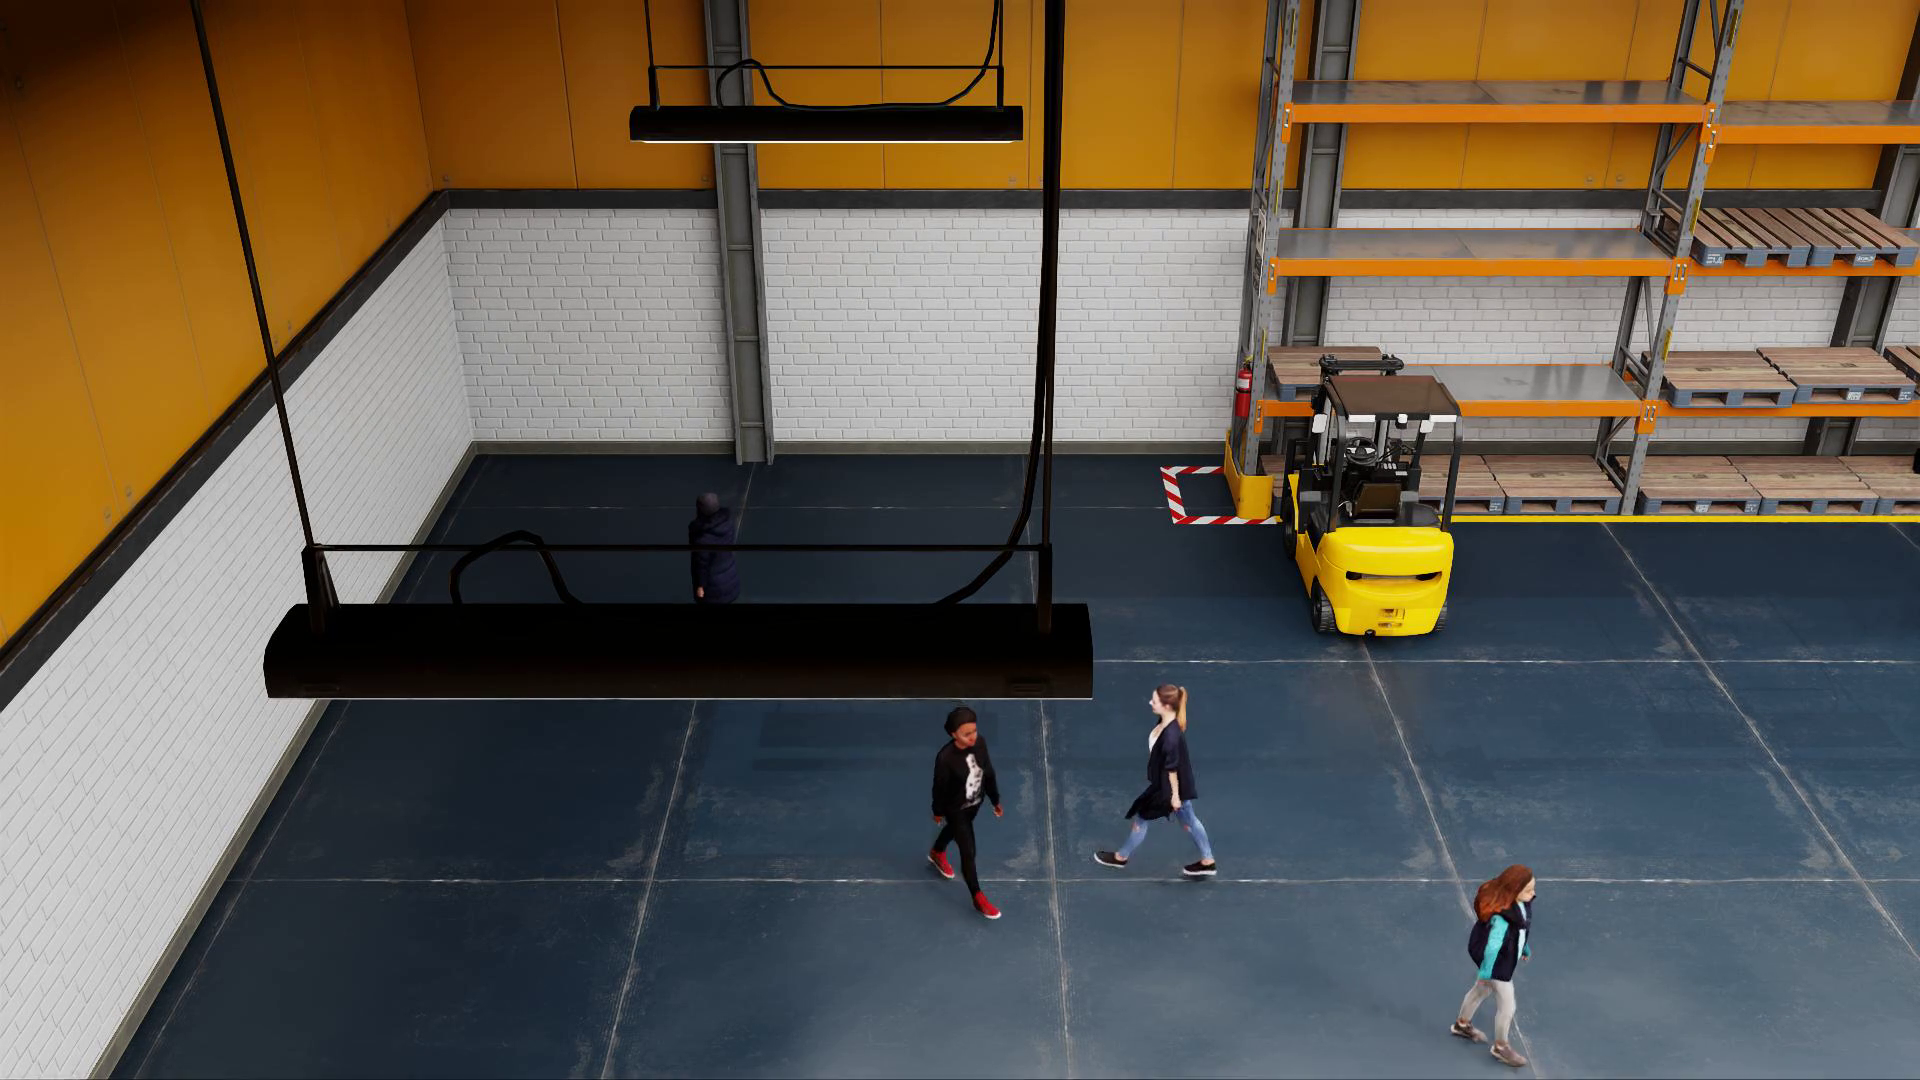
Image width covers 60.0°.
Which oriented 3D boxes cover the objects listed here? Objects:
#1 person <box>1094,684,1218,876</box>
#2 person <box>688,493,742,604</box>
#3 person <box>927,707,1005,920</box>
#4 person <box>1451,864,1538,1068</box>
[{"bbox_3d":[1.609,1.792,12.009,1.176,1.625,0.768,5,29,9],"label":"person"},{"bbox_3d":[-2.145,0.326,14.645,0.799,1.674,0.779,14,32,24],"label":"person"},{"bbox_3d":[-0.040,1.848,11.891,1.056,1.641,1.109,-25,37,-38],"label":"person"},{"bbox_3d":[3.364,2.637,10.611,0.850,1.482,0.747,13,31,23],"label":"person"}]
